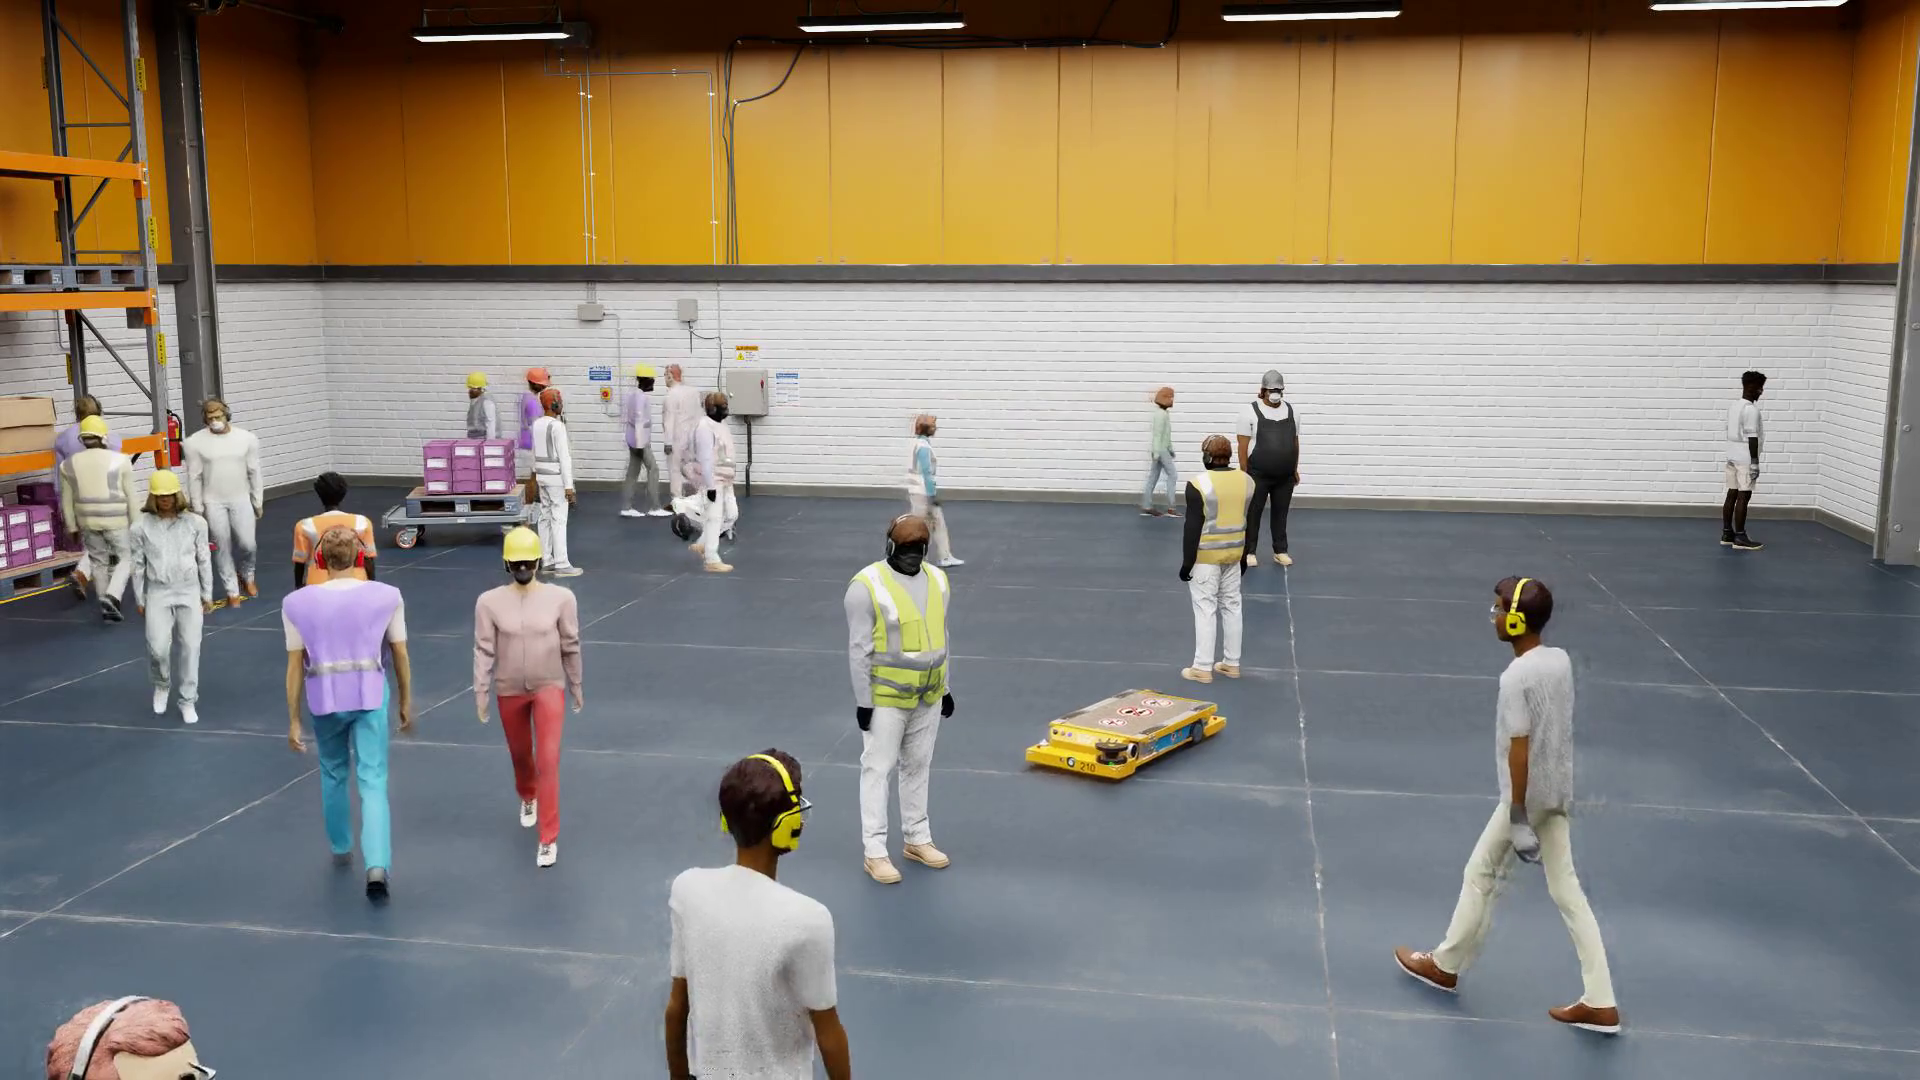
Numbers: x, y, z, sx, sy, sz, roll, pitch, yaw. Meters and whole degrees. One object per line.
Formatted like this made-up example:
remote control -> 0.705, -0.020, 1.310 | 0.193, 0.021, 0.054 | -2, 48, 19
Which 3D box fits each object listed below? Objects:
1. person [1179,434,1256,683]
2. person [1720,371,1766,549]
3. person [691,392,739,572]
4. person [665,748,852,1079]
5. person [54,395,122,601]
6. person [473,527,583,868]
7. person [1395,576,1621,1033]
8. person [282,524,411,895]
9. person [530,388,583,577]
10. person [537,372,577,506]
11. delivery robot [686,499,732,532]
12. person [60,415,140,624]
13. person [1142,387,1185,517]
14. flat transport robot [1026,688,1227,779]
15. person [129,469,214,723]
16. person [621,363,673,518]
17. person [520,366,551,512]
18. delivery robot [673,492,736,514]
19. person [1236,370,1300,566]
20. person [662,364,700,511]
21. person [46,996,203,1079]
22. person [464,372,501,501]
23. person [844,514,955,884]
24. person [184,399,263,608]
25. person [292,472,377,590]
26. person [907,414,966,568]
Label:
person -> 1.885, 0.135, 12.347 | 0.635, 1.842, 0.429 | -6, 11, -31
person -> 8.633, -0.884, 18.302 | 0.368, 1.960, 0.602 | 0, 9, 0
person -> -2.481, -0.582, 16.844 | 0.443, 1.832, 0.638 | 2, 9, 10
person -> -0.482, 1.447, 4.194 | 0.536, 1.853, 0.456 | 8, 12, 40
person -> -8.034, -0.380, 15.332 | 0.624, 1.916, 0.763 | 1, 9, 8
person -> -2.277, 0.768, 8.802 | 0.539, 1.728, 0.896 | -1, 9, -9
person -> 2.304, 1.047, 6.776 | 0.516, 1.819, 0.971 | -7, 12, -39
person -> -3.007, 0.825, 8.209 | 0.582, 1.805, 0.940 | -4, 10, -21
person -> -4.044, -0.571, 16.597 | 0.576, 1.884, 0.355 | 9, 13, 44
person -> -5.307, -1.334, 21.575 | 0.941, 1.818, 0.556 | 8, 12, 42
delivery robot -> -2.819, -0.286, 18.652 | 0.477, 0.478, 0.707 | -5, 10, -27
person -> -7.351, -0.159, 14.239 | 0.618, 1.817, 0.499 | -1, 9, -7
person -> 2.586, -1.085, 20.613 | 0.681, 1.607, 0.507 | 1, 9, 5
flat transport robot -> 1.082, 1.204, 10.575 | 0.652, 0.197, 1.431 | 7, 11, 35
person -> -5.283, 0.379, 11.187 | 0.487, 1.731, 0.392 | -6, 11, -31
person -> -3.860, -1.213, 20.489 | 0.767, 1.904, 0.636 | -3, 10, -16
person -> -5.145, -1.171, 20.254 | 0.410, 1.900, 0.571 | -3, 9, -15
delivery robot -> -2.951, -0.380, 19.231 | 0.707, 0.478, 0.477 | -1, 9, -4
person -> 3.219, -0.740, 17.162 | 0.689, 2.000, 0.538 | -2, 9, -13
person -> -3.499, -1.292, 21.073 | 0.552, 1.885, 0.683 | 3, 10, 18
person -> -1.322, 1.657, 2.771 | 0.421, 1.893, 0.645 | 1, 9, 4
person -> -6.056, -1.232, 20.978 | 0.550, 1.797, 0.800 | -5, 10, -28
person -> -0.276, 0.780, 8.367 | 0.619, 1.839, 0.430 | -8, 12, -40
person -> -6.606, -0.323, 14.993 | 0.639, 1.913, 0.446 | -5, 11, -29
person -> -4.365, 0.348, 11.629 | 0.547, 1.644, 0.908 | -5, 11, -30
person -> -0.266, -0.469, 16.822 | 0.778, 1.605, 0.532 | 0, 9, -2
